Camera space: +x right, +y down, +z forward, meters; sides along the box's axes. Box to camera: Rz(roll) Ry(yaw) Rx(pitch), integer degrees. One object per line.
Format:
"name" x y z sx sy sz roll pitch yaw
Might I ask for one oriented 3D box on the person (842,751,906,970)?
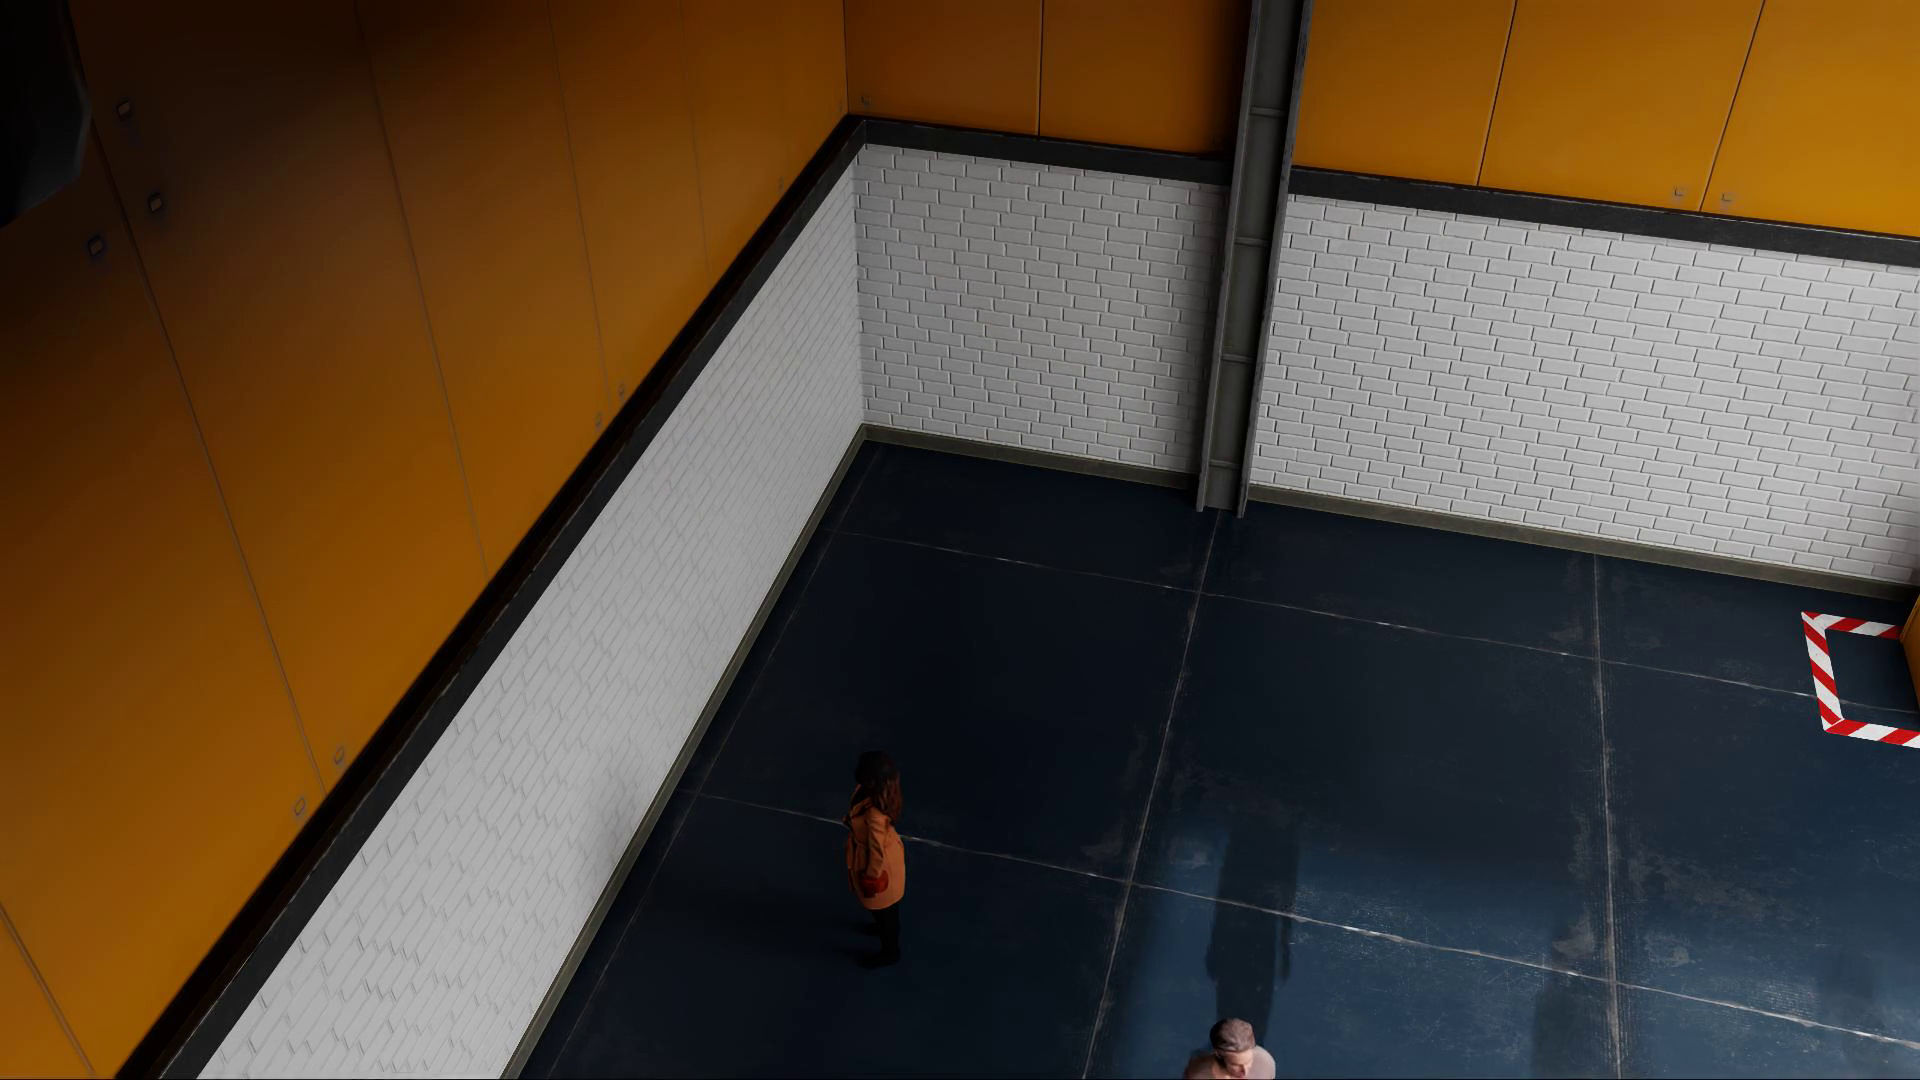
"person" -0.489 1.879 9.804 0.687 1.720 0.755 0 39 0

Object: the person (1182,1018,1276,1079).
"person" 1.269 2.927 8.386 1.110 1.852 1.088 -12 40 -14
